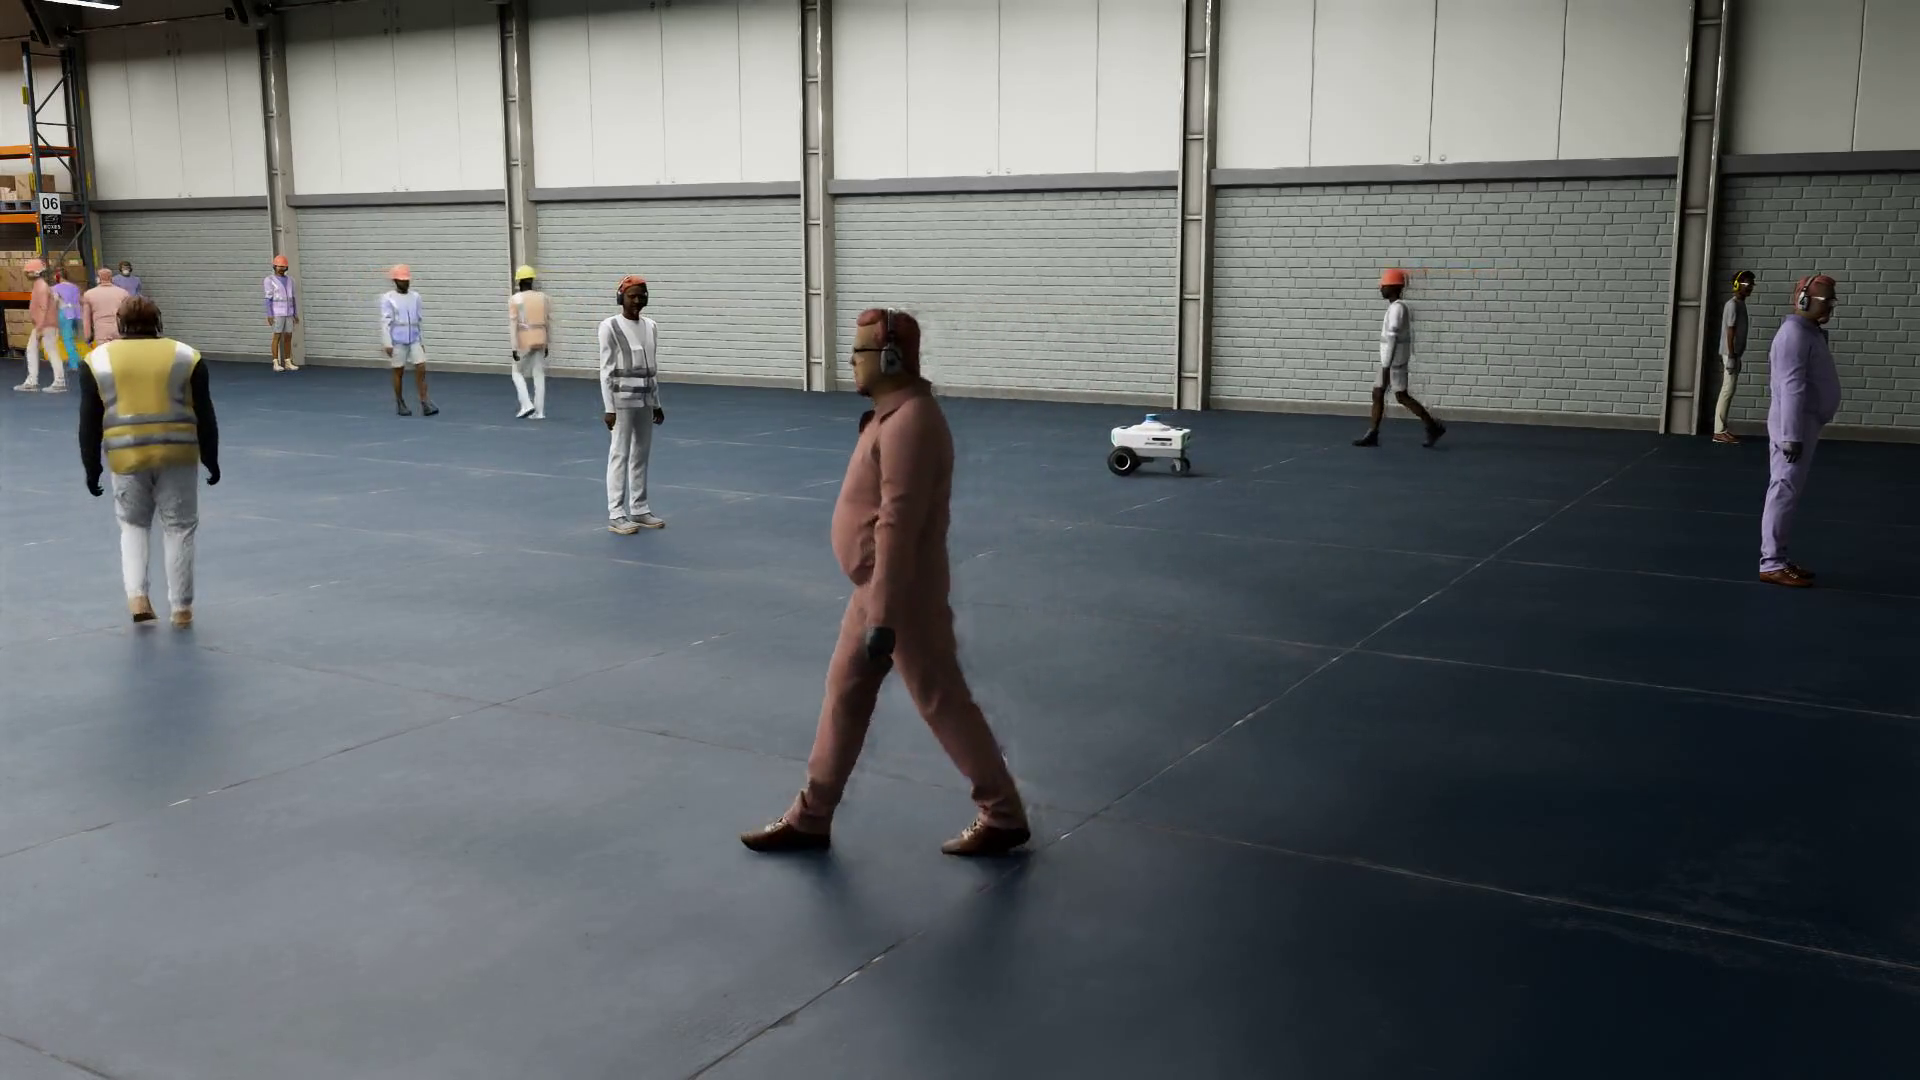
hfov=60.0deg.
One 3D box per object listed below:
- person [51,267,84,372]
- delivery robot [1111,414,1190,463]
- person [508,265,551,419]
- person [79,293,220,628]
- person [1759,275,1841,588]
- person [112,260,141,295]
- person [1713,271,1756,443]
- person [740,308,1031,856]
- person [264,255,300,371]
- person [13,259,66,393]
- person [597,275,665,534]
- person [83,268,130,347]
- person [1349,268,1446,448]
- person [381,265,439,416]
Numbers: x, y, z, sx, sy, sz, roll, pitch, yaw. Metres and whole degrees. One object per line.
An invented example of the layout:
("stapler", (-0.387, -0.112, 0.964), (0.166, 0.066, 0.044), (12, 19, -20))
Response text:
("person", (-15.569, -3.826, 28.968), (0.491, 1.824, 0.590), (2, 10, 9))
("delivery robot", (1.774, -0.925, 15.426), (0.707, 0.478, 0.477), (2, 10, 14))
("person", (-5.331, -2.435, 20.592), (0.589, 1.911, 0.425), (-9, 13, -41))
("person", (-4.383, -0.417, 9.031), (0.668, 1.823, 0.436), (-4, 10, -20))
("person", (5.200, -0.672, 10.275), (0.401, 1.904, 0.648), (6, 11, 31))
("person", (-16.228, -4.474, 32.434), (0.355, 1.936, 0.633), (6, 11, 31))
("person", (8.446, -1.994, 18.130), (0.315, 1.864, 0.526), (6, 11, 31))
("person", (-0.215, 0.162, 5.542), (0.980, 1.860, 0.659), (-1, 10, -7))
("person", (-11.913, -3.988, 29.290), (0.390, 2.039, 0.612), (6, 11, 31))
("person", (-13.683, -3.143, 24.532), (0.807, 1.969, 0.646), (-7, 12, -36))
("person", (-2.408, -0.996, 12.230), (0.339, 1.882, 0.581), (6, 11, 31))
("person", (-12.306, -2.999, 24.064), (0.655, 1.859, 0.976), (-5, 11, -27))
("person", (4.663, -1.910, 17.536), (0.932, 1.904, 0.554), (2, 10, 11))
("person", (-6.924, -2.489, 20.903), (0.579, 1.903, 0.872), (-9, 14, -44))
